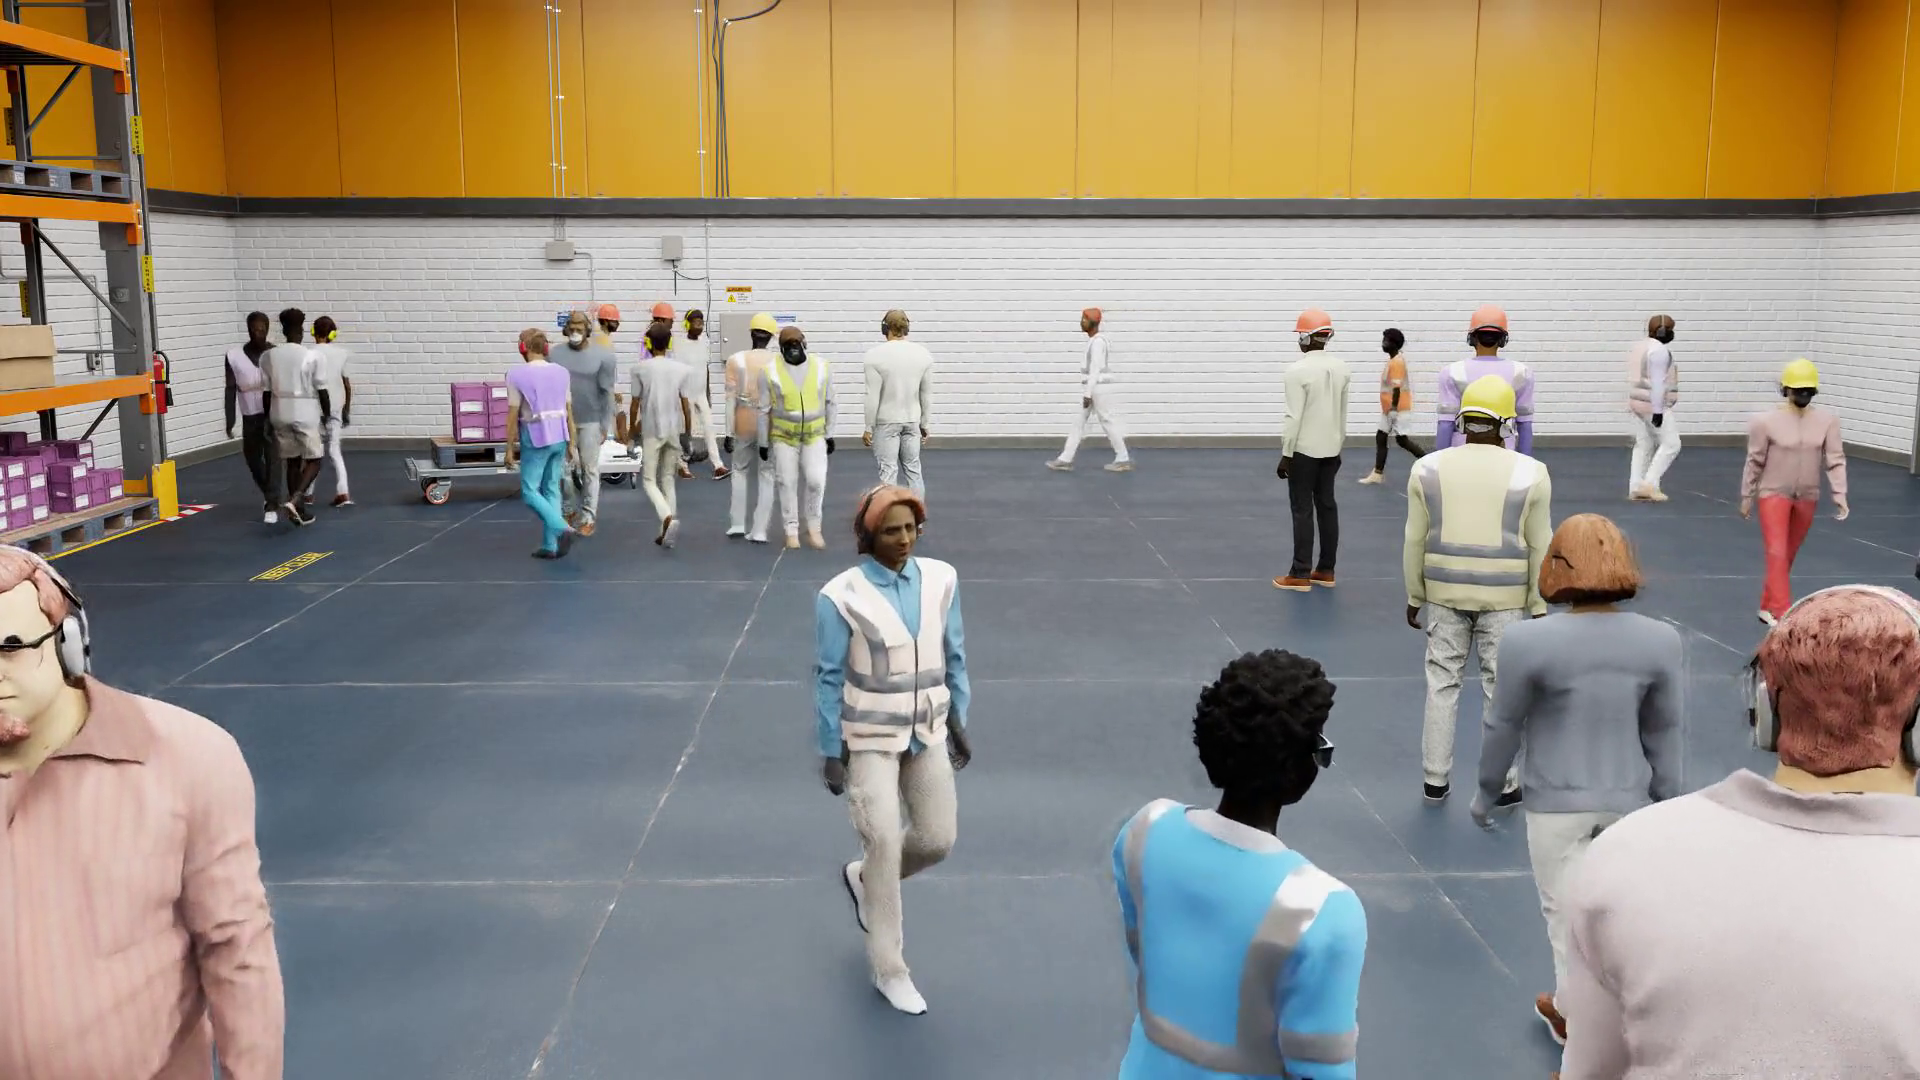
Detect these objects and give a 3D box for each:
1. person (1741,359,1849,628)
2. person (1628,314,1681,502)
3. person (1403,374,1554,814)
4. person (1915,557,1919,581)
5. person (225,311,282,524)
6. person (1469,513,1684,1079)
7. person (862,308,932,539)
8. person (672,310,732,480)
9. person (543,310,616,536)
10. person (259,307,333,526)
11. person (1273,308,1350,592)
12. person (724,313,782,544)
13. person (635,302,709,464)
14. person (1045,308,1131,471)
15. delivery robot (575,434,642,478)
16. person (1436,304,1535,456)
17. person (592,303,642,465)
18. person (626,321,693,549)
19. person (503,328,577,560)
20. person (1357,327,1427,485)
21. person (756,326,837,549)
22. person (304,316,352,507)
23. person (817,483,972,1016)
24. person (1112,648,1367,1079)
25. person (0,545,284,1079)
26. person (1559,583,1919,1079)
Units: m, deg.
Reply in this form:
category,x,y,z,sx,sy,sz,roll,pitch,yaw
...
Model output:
category,x,y,z,sx,sy,sz,roll,pitch,yaw
person,5.120,-0.243,10.192,0.530,1.715,0.911,0,9,1
person,6.760,-1.267,16.134,0.495,1.825,0.657,1,9,6
person,2.166,0.226,6.966,0.600,1.829,0.404,5,10,26
person,4.647,0.086,7.609,0.407,1.904,0.639,-3,10,-17
person,-6.317,-1.128,15.078,0.605,1.895,0.838,-2,9,-12
person,1.675,0.719,4.626,0.504,1.602,0.753,-1,9,-6
person,-0.525,-0.955,13.879,0.636,1.938,0.355,-5,11,-29
person,-2.785,-1.528,17.726,0.568,1.819,0.933,-9,13,-43
person,-3.215,-0.971,14.041,0.643,1.916,0.476,0,9,0
person,-5.822,-1.056,14.527,0.630,1.937,0.613,1,9,5
person,2.481,-0.636,11.747,0.622,1.994,0.381,-7,12,-36
person,-1.695,-0.931,13.845,0.615,1.896,0.657,-4,10,-21
person,-3.432,-1.796,19.250,0.996,1.881,0.566,-1,9,-5
person,1.481,-1.668,18.586,0.980,1.832,0.598,-1,9,-5
delivery robot,-3.623,-0.847,17.161,0.707,0.478,0.477,-2,9,-13
person,3.365,-0.496,10.746,0.611,2.042,0.395,1,9,5
person,-4.099,-1.751,18.957,1.022,1.887,0.533,-1,9,-9
person,-2.386,-0.824,13.364,0.538,1.846,0.623,-6,11,-32
person,-3.175,-0.718,12.790,0.567,1.816,0.602,7,12,36
person,4.613,-1.374,17.295,0.788,1.673,0.528,1,9,7
person,-1.310,-0.811,13.395,0.651,1.813,0.564,-2,10,-15
person,-6.096,-1.220,15.899,0.605,1.822,0.803,-7,12,-37
person,-0.239,0.616,5.203,0.528,1.621,0.537,-7,12,-36
person,0.420,0.997,2.756,0.804,1.664,0.533,-8,12,-40
person,-1.411,0.924,2.630,0.646,1.853,1.010,-5,10,-26
person,1.023,0.998,2.079,0.626,1.884,0.670,-7,12,-37
